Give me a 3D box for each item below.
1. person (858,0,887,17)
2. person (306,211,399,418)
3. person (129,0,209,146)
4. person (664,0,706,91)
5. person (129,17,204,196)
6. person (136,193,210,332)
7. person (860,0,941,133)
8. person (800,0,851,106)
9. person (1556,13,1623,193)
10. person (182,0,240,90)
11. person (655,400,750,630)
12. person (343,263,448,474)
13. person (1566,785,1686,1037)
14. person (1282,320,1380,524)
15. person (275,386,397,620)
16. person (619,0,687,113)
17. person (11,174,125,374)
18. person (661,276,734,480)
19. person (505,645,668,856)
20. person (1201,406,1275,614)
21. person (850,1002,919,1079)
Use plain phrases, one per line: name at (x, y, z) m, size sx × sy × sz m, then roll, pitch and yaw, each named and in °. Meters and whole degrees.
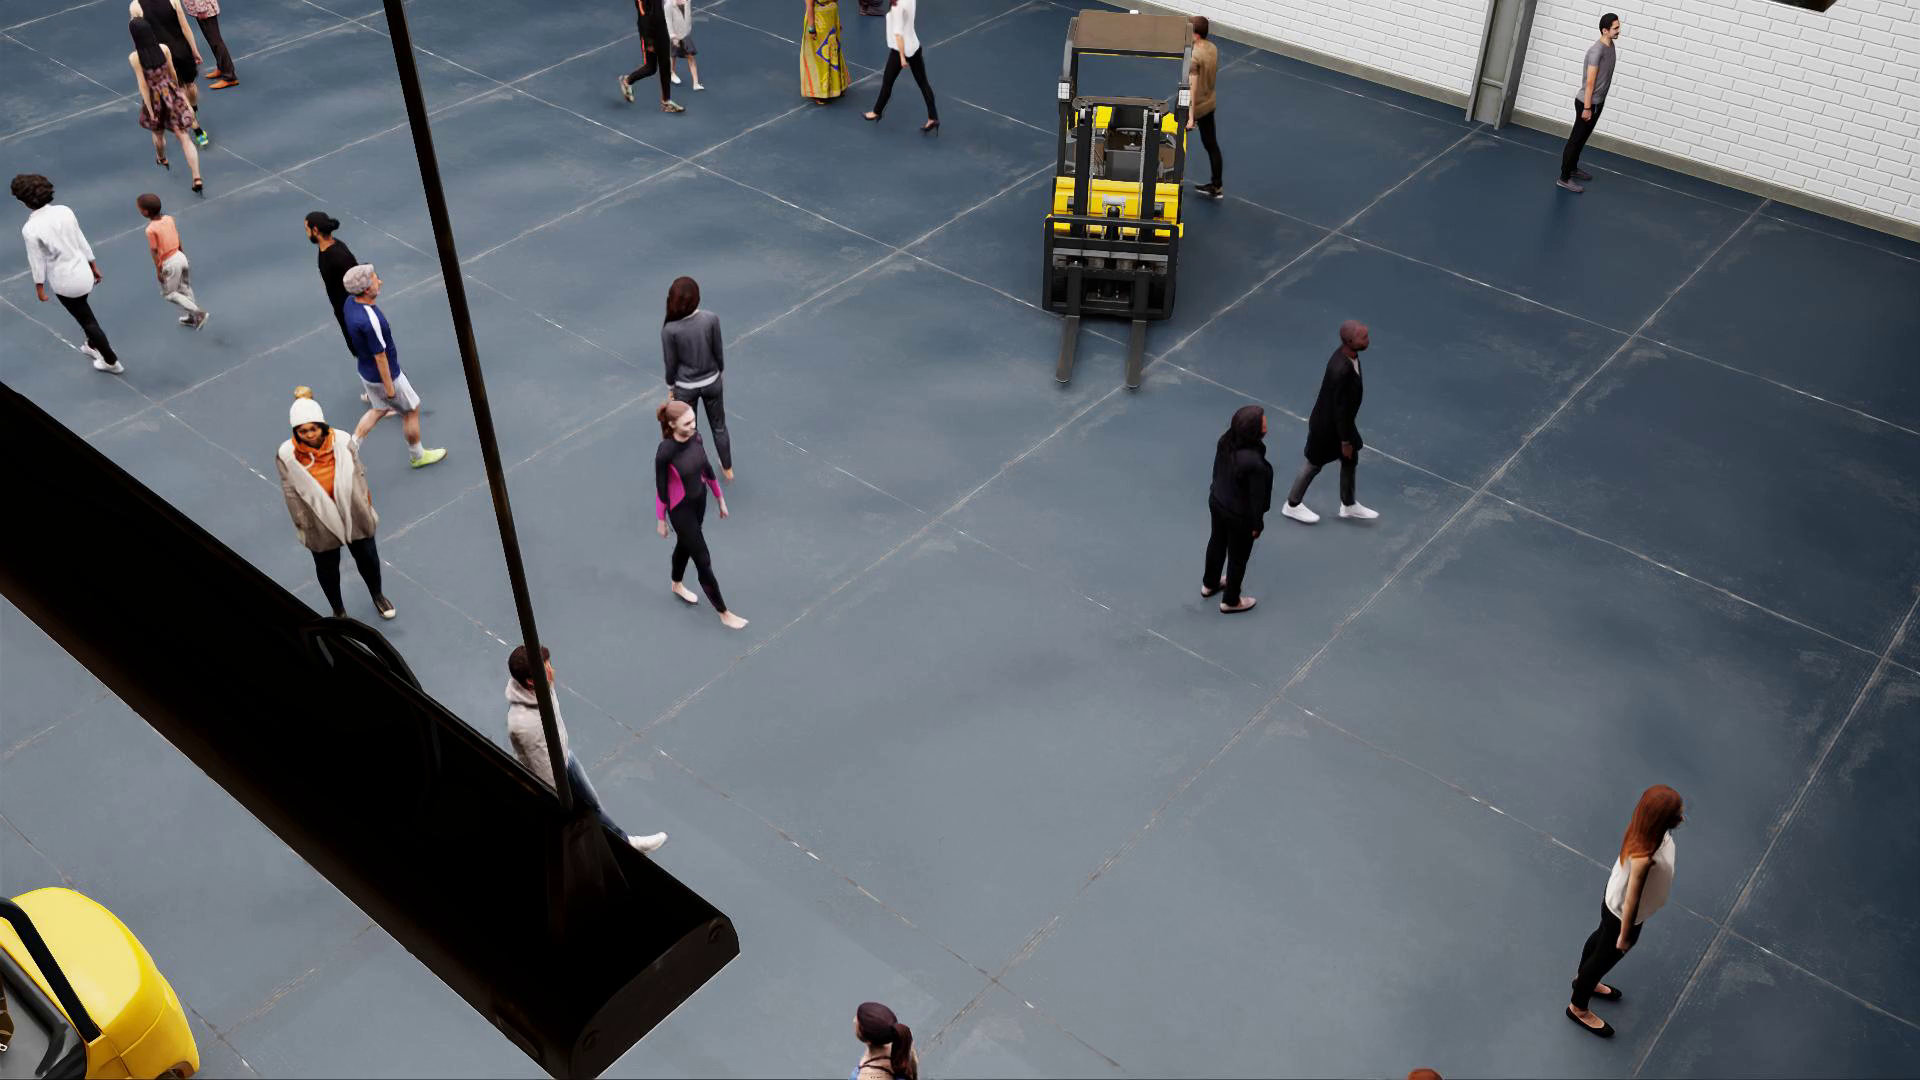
person at (-1.159, -7.329, 20.122) m, size 0.835 × 1.871 × 0.770 m, roll -4°, pitch 39°, yaw -5°
person at (-4.797, -1.812, 13.336) m, size 0.681 × 1.719 × 0.900 m, roll 29°, pitch 47°, yaw 31°
person at (-8.140, -4.978, 17.200) m, size 0.956 × 1.843 × 1.256 m, roll -19°, pitch 42°, yaw -22°
person at (-3.156, -5.640, 18.515) m, size 0.645 × 1.237 × 0.936 m, roll -25°, pitch 45°, yaw -28°
person at (-7.754, -4.221, 16.353) m, size 1.159 × 1.719 × 0.658 m, roll 30°, pitch 47°, yaw 32°
person at (-6.777, -2.382, 14.383) m, size 0.720 × 1.302 × 0.621 m, roll 13°, pitch 40°, yaw 15°
person at (-0.480, -5.065, 17.397) m, size 1.203 × 1.734 × 0.849 m, roll 15°, pitch 41°, yaw 18°
person at (-1.494, -5.622, 18.153) m, size 0.741 × 1.661 × 0.833 m, roll 27°, pitch 46°, yaw 29°
person at (6.266, -4.374, 16.515) m, size 0.590 × 1.755 × 0.653 m, roll 20°, pitch 43°, yaw 24°
person at (-8.398, -5.950, 18.451) m, size 0.827 × 1.802 × 0.671 m, roll -18°, pitch 42°, yaw -22°
person at (-1.925, -0.232, 11.358) m, size 1.019 × 1.719 × 0.670 m, roll 23°, pitch 44°, yaw 26°
person at (-4.454, -1.247, 12.550) m, size 0.807 × 1.817 × 1.012 m, roll -27°, pitch 46°, yaw -30°
person at (3.468, 1.903, 8.682) m, size 0.577 × 1.722 × 0.624 m, roll 17°, pitch 42°, yaw 20°
person at (2.610, -0.849, 12.115) m, size 0.991 × 1.738 × 0.788 m, roll 18°, pitch 42°, yaw 21°
person at (-4.216, -0.211, 11.193) m, size 0.786 × 1.892 × 0.780 m, roll -20°, pitch 43°, yaw -24°
person at (-3.381, -5.461, 17.848) m, size 1.071 × 1.790 × 0.833 m, roll 15°, pitch 41°, yaw 18°
person at (-7.276, -2.160, 13.717) m, size 0.856 × 1.787 × 0.760 m, roll 16°, pitch 41°, yaw 19°
person at (-1.976, -1.186, 12.512) m, size 0.689 × 1.769 × 0.678 m, roll -16°, pitch 41°, yaw -19°
person at (-2.422, 1.307, 9.357) m, size 1.269 × 1.810 × 1.177 m, roll -1°, pitch 39°, yaw -2°
person at (1.891, -0.217, 11.423) m, size 0.804 × 1.613 × 0.685 m, roll -19°, pitch 42°, yaw -22°
person at (-0.271, 2.733, 7.751) m, size 0.918 × 1.585 × 0.720 m, roll 15°, pitch 41°, yaw 18°
